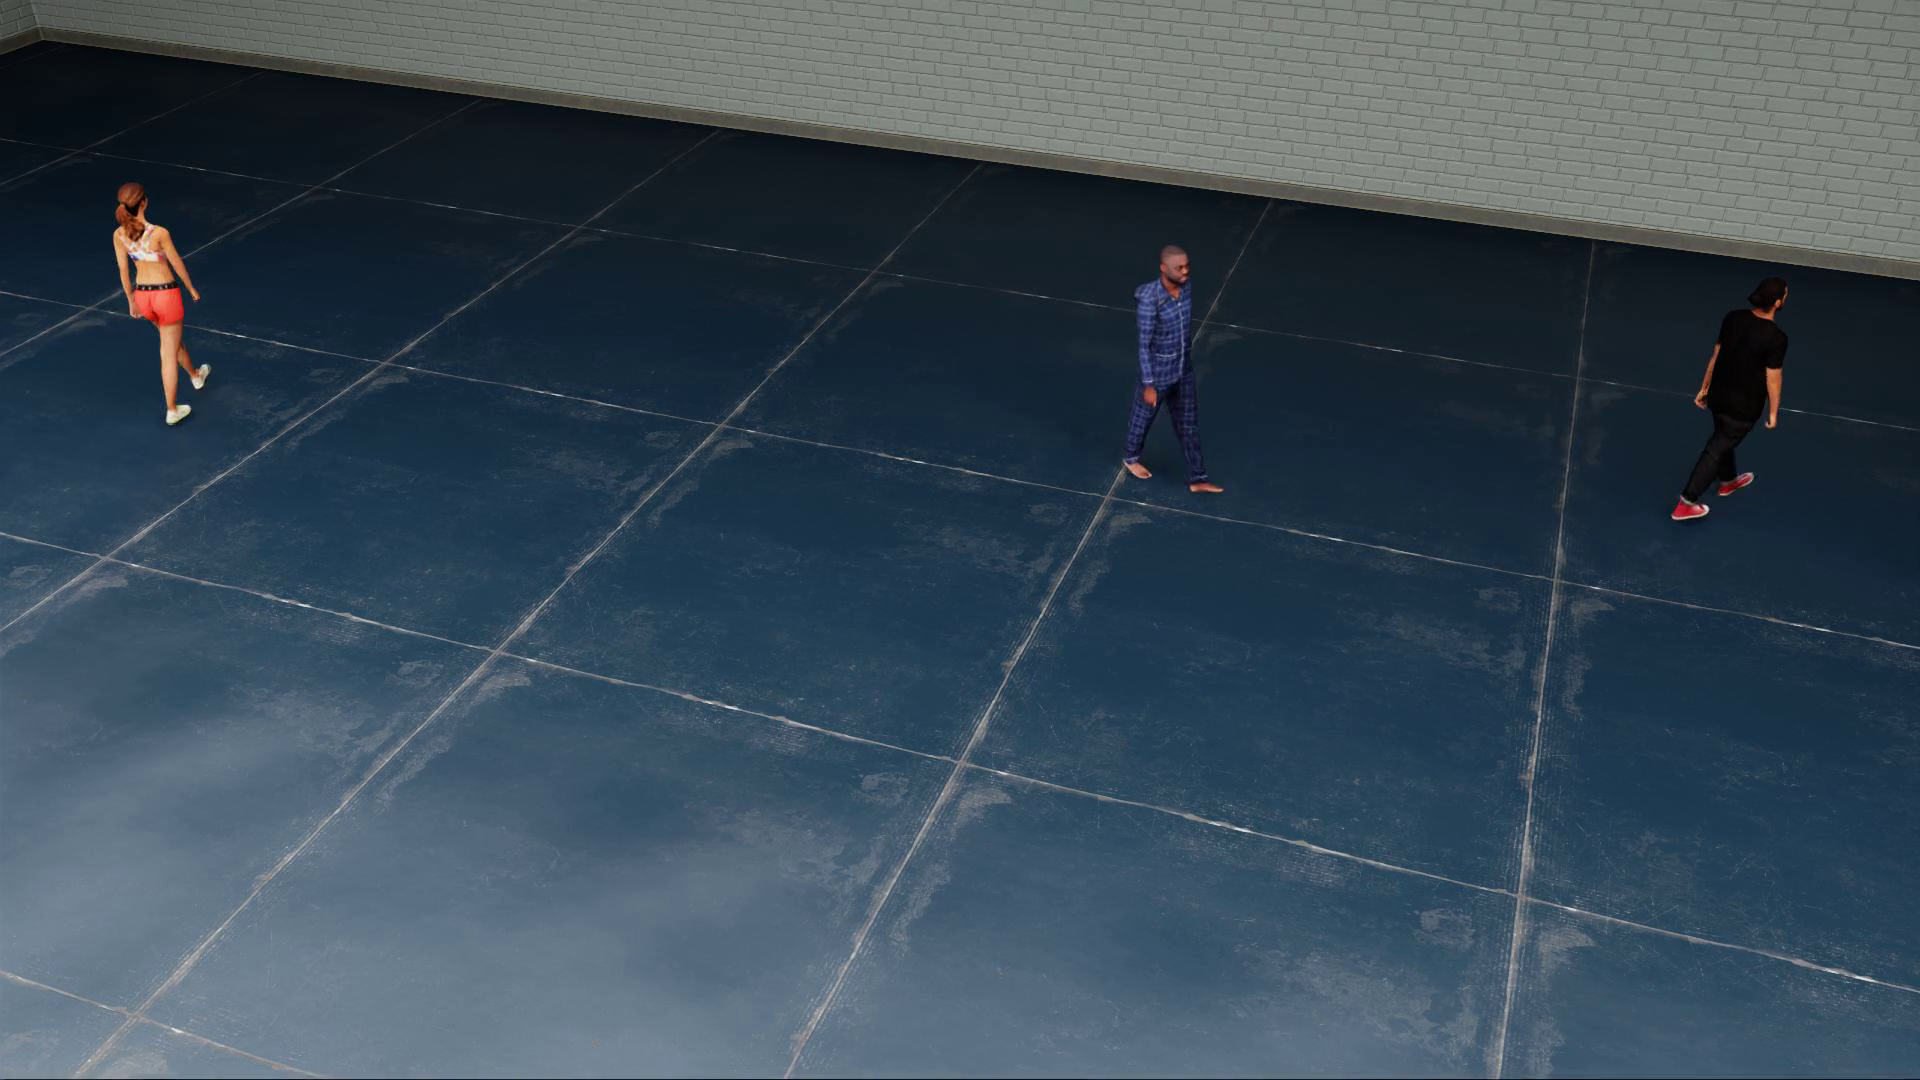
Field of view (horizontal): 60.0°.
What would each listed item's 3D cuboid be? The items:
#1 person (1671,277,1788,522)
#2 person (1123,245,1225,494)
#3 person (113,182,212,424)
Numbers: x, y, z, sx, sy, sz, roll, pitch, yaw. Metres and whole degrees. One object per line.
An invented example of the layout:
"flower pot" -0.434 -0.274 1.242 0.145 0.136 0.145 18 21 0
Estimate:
"person" 5.010 -0.879 10.904 1.108 1.724 1.054 -14 35 -20
"person" 1.315 -1.185 11.312 1.165 1.791 1.112 -24 40 -33
"person" -5.858 -1.676 12.095 0.733 1.761 1.066 4 33 6
